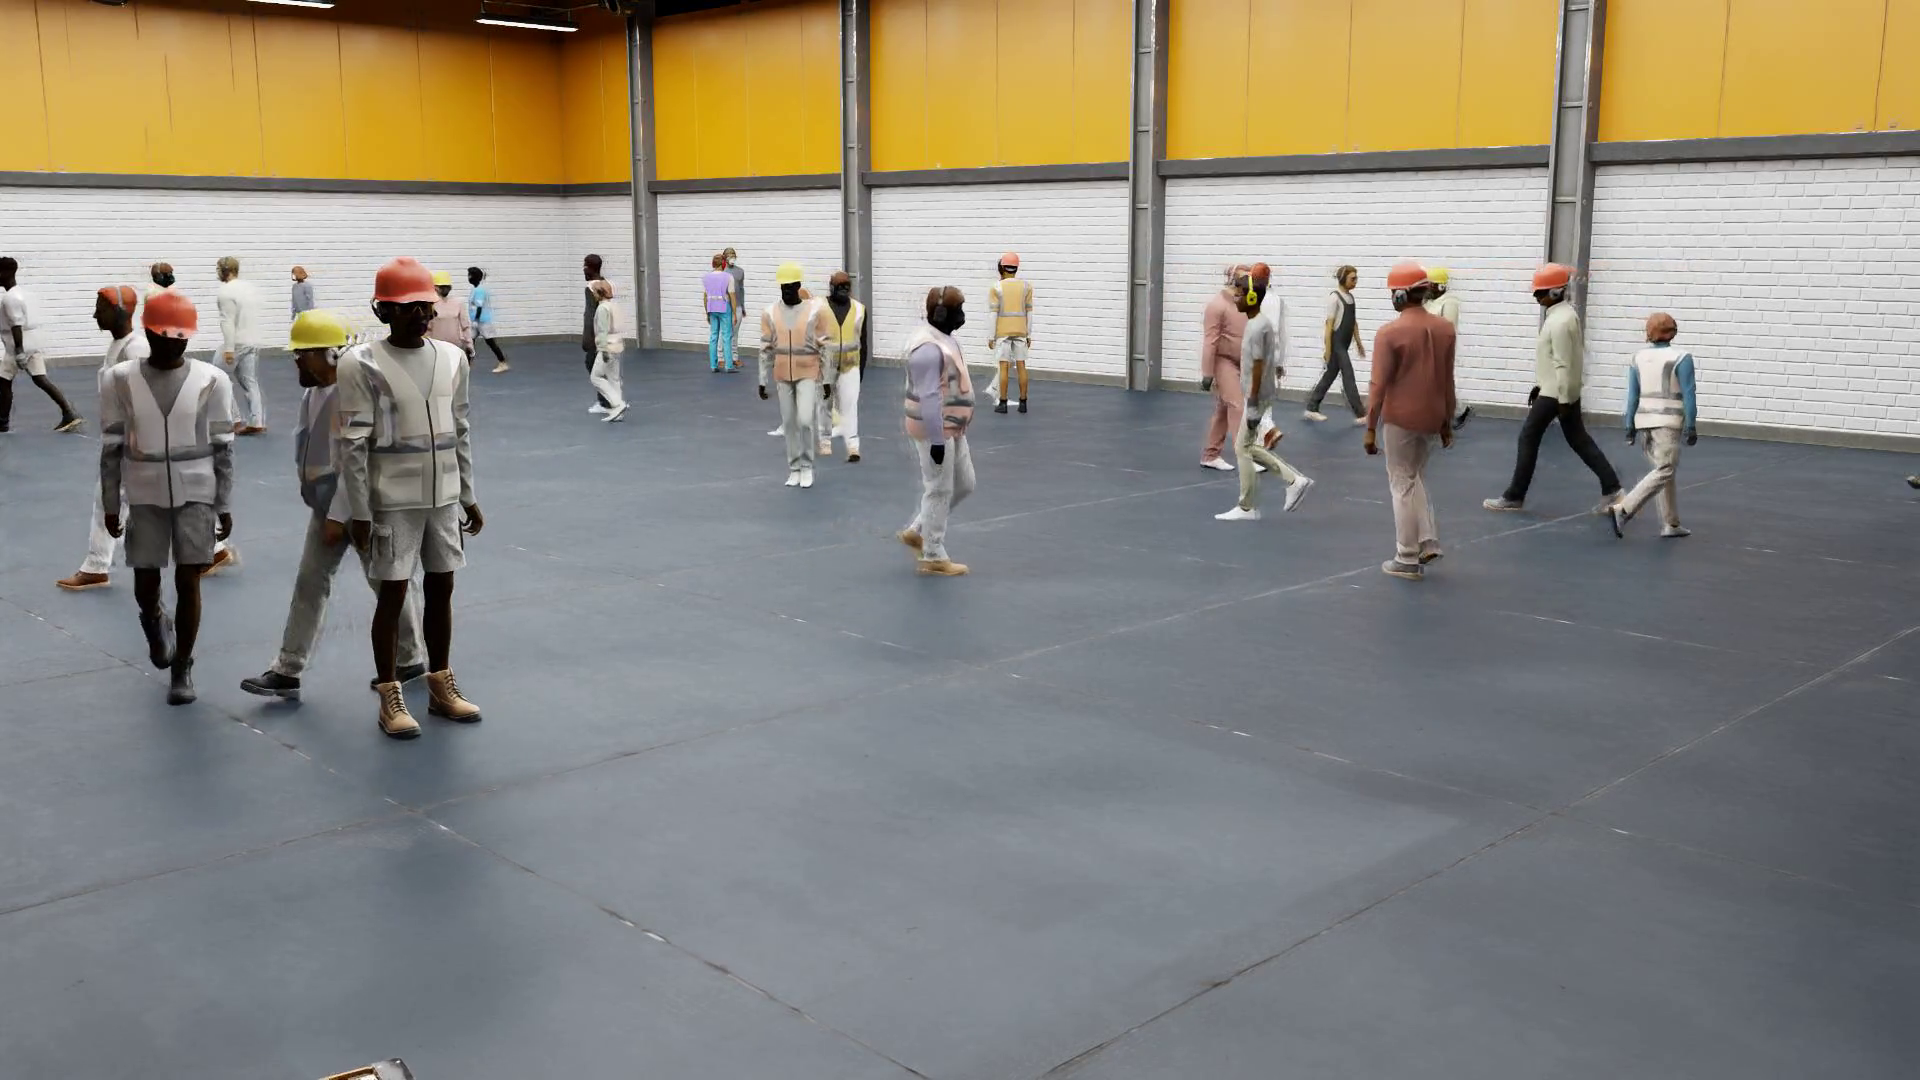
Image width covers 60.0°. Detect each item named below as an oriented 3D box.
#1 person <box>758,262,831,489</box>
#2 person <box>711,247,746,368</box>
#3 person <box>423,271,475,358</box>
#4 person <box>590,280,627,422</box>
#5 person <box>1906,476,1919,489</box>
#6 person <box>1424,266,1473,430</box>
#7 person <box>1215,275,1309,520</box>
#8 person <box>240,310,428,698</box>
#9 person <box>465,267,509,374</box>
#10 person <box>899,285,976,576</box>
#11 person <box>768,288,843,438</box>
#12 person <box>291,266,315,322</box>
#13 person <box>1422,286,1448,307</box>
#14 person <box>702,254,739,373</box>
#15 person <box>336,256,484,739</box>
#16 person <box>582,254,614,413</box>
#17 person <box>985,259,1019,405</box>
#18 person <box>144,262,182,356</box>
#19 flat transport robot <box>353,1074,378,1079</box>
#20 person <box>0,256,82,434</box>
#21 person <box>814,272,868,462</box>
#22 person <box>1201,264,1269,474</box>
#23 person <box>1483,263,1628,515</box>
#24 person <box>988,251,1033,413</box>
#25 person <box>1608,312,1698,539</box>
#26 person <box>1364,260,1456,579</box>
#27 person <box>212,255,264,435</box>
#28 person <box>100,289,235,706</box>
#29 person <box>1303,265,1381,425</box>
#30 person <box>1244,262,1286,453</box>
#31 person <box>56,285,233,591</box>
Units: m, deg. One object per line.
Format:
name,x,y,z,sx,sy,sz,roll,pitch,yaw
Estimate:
person,-1.411,-1.382,14.039,0.609,1.905,0.573,2,11,12
person,-3.731,-3.752,26.885,0.635,1.936,0.354,-10,14,-42
person,-5.954,-2.251,19.299,0.537,1.722,0.909,-8,13,-38
person,-4.025,-2.145,18.969,0.362,1.624,0.537,1,10,5
person,8.215,-1.133,13.407,0.899,1.639,0.538,0,10,0
person,5.146,-2.007,17.717,0.557,1.810,0.612,-1,10,-6
person,2.256,-1.042,12.373,0.592,1.847,0.571,2,11,11
person,-2.888,-0.142,7.600,0.609,1.786,0.887,8,13,38
person,-7.388,-3.369,25.576,0.866,1.651,0.545,-5,12,-28
person,-0.120,-0.678,10.419,0.437,1.826,0.656,2,11,11
person,-1.600,-1.867,17.552,0.856,1.593,0.514,1,10,5
person,-11.063,-3.790,27.955,0.500,1.625,0.347,8,13,39
person,5.177,-2.063,18.243,0.504,1.718,0.573,-7,13,-35
person,-3.719,-3.504,25.778,0.567,1.847,0.389,4,11,21
person,-2.322,-0.182,7.131,0.379,2.041,0.616,9,13,39
person,-4.383,-2.465,19.943,0.538,1.904,0.619,1,10,8
person,0.585,-2.597,20.809,0.379,1.856,0.521,-1,10,-3
person,-9.439,-2.369,19.655,0.675,1.819,0.636,-3,11,-14
flat transport robot,-1.256,1.417,3.249,0.652,0.197,1.431,-7,12,-33
person,-10.021,-2.081,17.835,0.996,1.922,0.619,-2,11,-10
person,-1.169,-1.643,15.830,0.632,1.791,0.988,-3,11,-14
person,2.537,-1.517,14.874,0.916,1.865,0.670,10,14,43
person,4.607,-1.135,12.634,1.041,1.937,0.626,6,12,30
person,0.602,-2.486,19.979,0.543,1.939,0.370,-2,11,-11
person,4.860,-0.794,11.658,0.716,1.597,0.537,-4,11,-22
person,2.788,-0.745,10.370,0.642,1.976,0.471,-5,12,-27
person,-7.731,-2.046,17.636,0.619,1.915,0.653,0,10,2
person,-3.641,-0.209,7.695,0.580,1.897,0.657,-4,11,-22
person,4.332,-2.205,18.847,0.966,1.797,0.533,7,13,34
person,2.923,-1.718,15.959,0.616,1.876,0.527,-7,13,-35
person,-4.999,-0.630,10.146,0.988,1.842,0.587,-9,14,-40
